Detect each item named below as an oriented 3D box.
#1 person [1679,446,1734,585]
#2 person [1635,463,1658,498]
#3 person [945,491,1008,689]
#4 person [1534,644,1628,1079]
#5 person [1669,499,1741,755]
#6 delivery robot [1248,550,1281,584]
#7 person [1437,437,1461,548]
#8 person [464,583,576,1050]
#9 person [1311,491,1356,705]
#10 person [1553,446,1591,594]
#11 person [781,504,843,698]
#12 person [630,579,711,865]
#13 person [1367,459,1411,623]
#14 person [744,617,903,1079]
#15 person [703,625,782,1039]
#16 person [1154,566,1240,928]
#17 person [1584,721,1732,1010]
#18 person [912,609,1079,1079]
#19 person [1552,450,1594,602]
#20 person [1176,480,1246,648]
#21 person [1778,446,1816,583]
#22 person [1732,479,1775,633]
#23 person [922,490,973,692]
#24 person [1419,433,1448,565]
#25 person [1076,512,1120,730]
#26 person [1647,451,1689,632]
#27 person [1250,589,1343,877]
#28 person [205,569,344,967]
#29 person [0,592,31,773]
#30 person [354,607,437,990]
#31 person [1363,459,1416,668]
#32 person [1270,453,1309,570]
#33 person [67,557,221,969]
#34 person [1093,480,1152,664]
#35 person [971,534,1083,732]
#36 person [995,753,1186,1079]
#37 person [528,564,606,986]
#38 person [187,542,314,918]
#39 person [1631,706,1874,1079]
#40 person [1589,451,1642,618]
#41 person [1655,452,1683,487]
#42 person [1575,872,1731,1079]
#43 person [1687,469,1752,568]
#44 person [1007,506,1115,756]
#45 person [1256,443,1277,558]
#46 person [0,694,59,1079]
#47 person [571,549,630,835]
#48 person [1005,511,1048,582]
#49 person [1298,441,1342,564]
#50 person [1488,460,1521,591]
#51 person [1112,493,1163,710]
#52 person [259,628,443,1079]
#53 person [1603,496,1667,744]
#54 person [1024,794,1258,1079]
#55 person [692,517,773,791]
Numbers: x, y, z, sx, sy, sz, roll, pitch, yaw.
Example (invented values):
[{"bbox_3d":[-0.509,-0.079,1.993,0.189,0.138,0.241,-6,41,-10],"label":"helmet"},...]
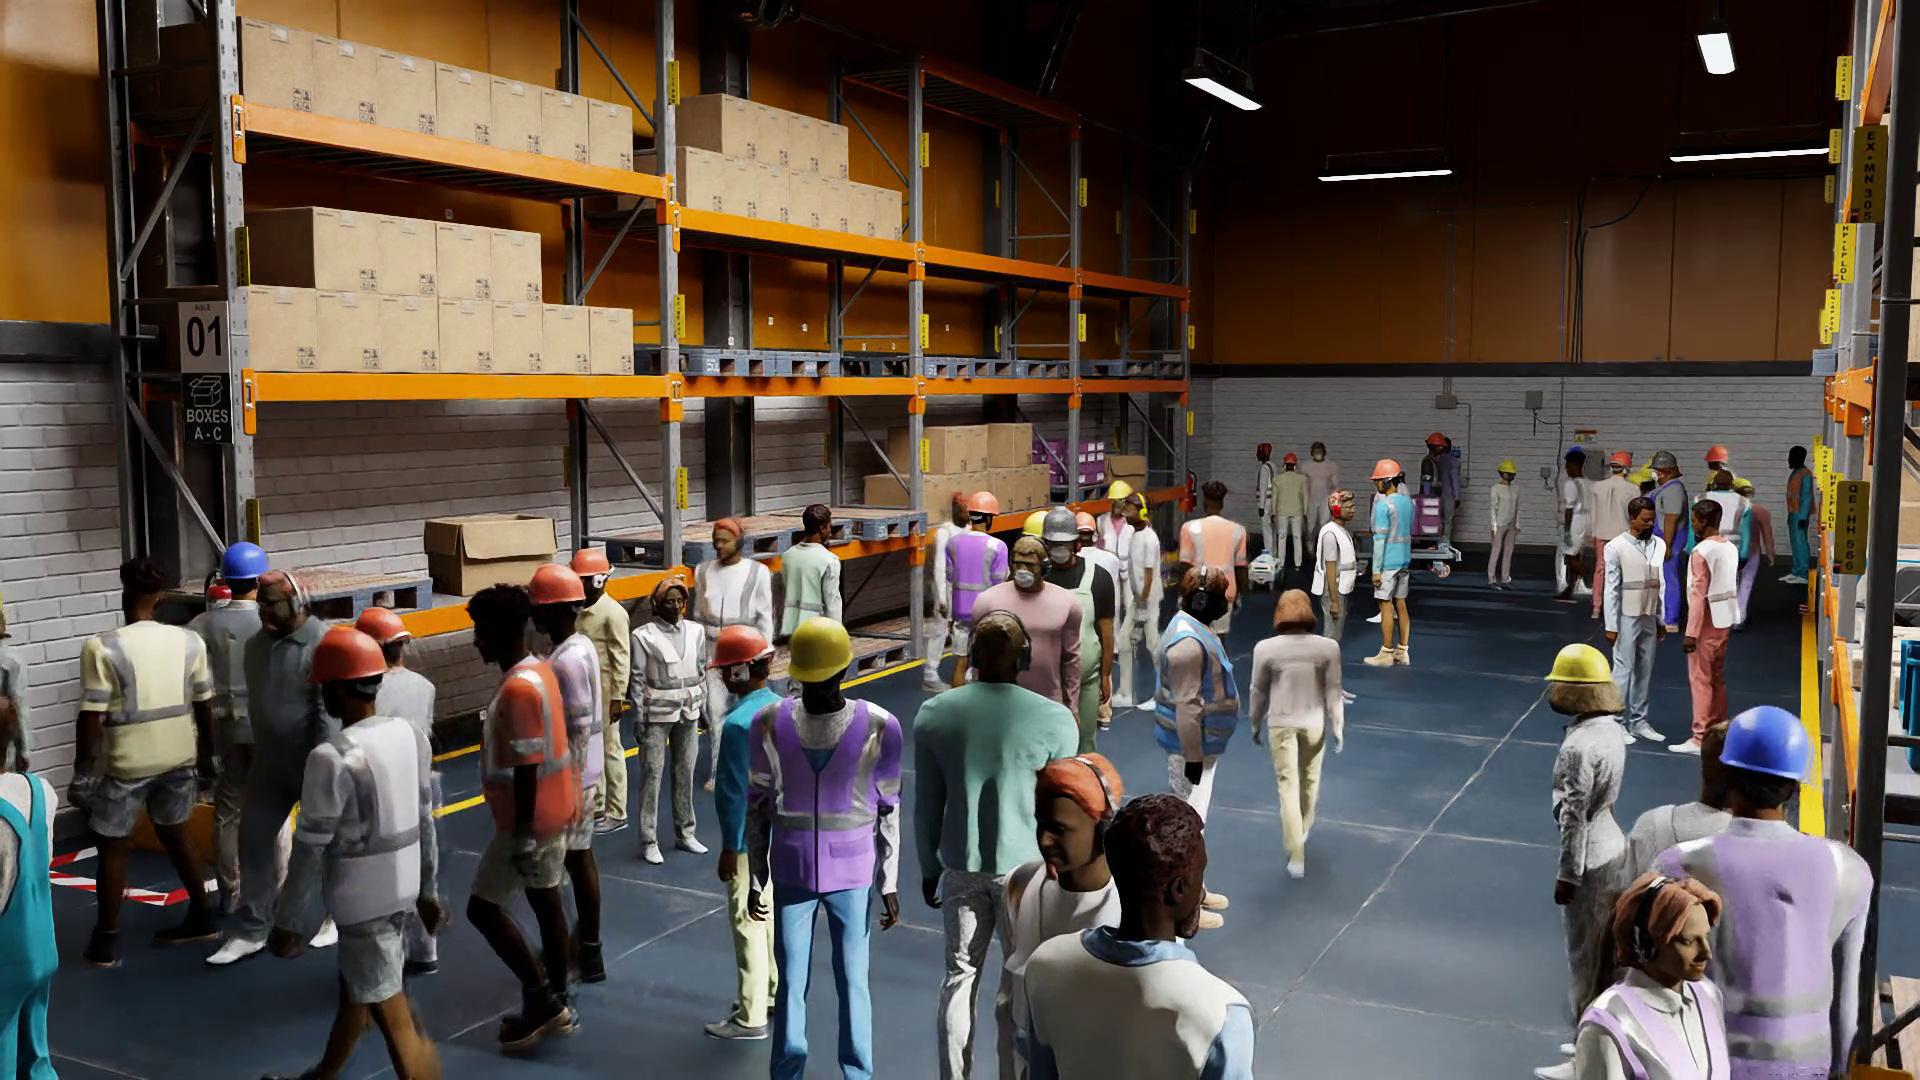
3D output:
[{"bbox_3d":[10.203,-0.294,22.386,0.966,1.933,0.633,0,5,-3],"label":"person"},{"bbox_3d":[7.974,0.038,19.194,0.391,1.868,0.726,2,6,22],"label":"person"},{"bbox_3d":[0.150,0.582,13.069,0.548,1.924,0.387,3,6,27],"label":"person"},{"bbox_3d":[2.467,1.277,6.605,0.338,1.732,0.488,4,7,37],"label":"person"},{"bbox_3d":[5.600,0.649,12.420,0.597,1.908,0.401,-5,7,-45],"label":"person"},{"bbox_3d":[4.055,0.370,22.104,0.477,0.478,0.707,2,6,19],"label":"delivery robot"},{"bbox_3d":[7.708,-0.680,26.535,0.372,1.940,0.631,-4,7,-39],"label":"person"},{"bbox_3d":[-1.817,1.139,6.915,0.427,1.945,0.650,0,5,-2],"label":"person"},{"bbox_3d":[3.249,0.494,14.415,0.389,1.843,0.566,2,6,19],"label":"person"},{"bbox_3d":[8.098,-0.260,21.962,0.389,1.949,0.602,-2,6,-24],"label":"person"},{"bbox_3d":[-1.060,0.700,11.846,0.390,1.912,0.590,-5,7,-44],"label":"person"},{"bbox_3d":[-1.683,1.037,9.654,0.522,1.639,0.306,-5,7,-43],"label":"person"},{"bbox_3d":[4.954,0.010,19.283,0.409,1.907,0.651,4,7,36],"label":"person"},{"bbox_3d":[-0.504,1.228,6.121,0.585,1.917,0.382,0,5,3],"label":"person"},{"bbox_3d":[-0.904,1.227,7.091,0.354,1.737,0.576,1,5,13],"label":"person"},{"bbox_3d":[1.218,1.045,8.543,0.429,1.837,0.628,1,5,13],"label":"person"},{"bbox_3d":[2.059,1.404,4.781,0.402,1.826,0.665,-3,6,-29],"label":"person"},{"bbox_3d":[0.135,1.221,6.144,0.632,1.932,0.366,2,6,17],"label":"person"},{"bbox_3d":[7.801,-0.153,20.862,0.620,1.947,0.669,-5,7,-42],"label":"person"},{"bbox_3d":[2.142,0.457,14.270,0.634,1.942,0.425,-1,5,-11],"label":"person"},{"bbox_3d":[11.665,-0.351,23.106,0.371,1.916,0.597,1,5,10],"label":"person"},{"bbox_3d":[8.810,0.170,18.652,0.548,1.695,0.943,5,7,43],"label":"person"},{"bbox_3d":[-0.047,0.469,14.734,0.741,1.831,0.608,4,7,37],"label":"person"},{"bbox_3d":[7.219,-0.620,25.365,0.404,2.037,0.605,3,6,28],"label":"person"},{"bbox_3d":[0.993,0.653,13.205,0.562,1.746,0.339,-2,6,-23],"label":"person"},{"bbox_3d":[7.861,0.005,18.623,0.536,2.000,0.684,2,6,17],"label":"person"},{"bbox_3d":[1.921,1.070,9.562,0.510,1.575,0.871,0,5,3],"label":"person"},{"bbox_3d":[-3.239,1.084,7.939,0.651,1.872,0.876,2,6,19],"label":"person"},{"bbox_3d":[-5.098,1.086,8.655,0.499,1.724,0.413,-1,5,-12],"label":"person"},{"bbox_3d":[-2.629,1.176,7.621,0.345,1.743,0.557,1,5,14],"label":"person"},{"bbox_3d":[4.186,0.230,16.258,0.606,2.035,0.404,-5,7,-45],"label":"person"},{"bbox_3d":[4.896,-0.420,24.719,0.573,1.750,0.330,0,5,2],"label":"person"},{"bbox_3d":[-3.920,1.049,8.017,0.408,1.932,0.701,3,6,30],"label":"person"},{"bbox_3d":[1.594,0.321,16.371,0.620,1.820,0.418,2,6,23],"label":"person"},{"bbox_3d":[0.374,0.929,9.243,0.627,1.936,0.375,-1,5,-7],"label":"person"},{"bbox_3d":[0.308,1.443,4.063,0.343,1.877,0.575,-5,7,-42],"label":"person"},{"bbox_3d":[-1.830,1.074,7.670,0.373,1.934,0.551,-1,5,-12],"label":"person"},{"bbox_3d":[-3.659,0.982,8.589,0.605,1.950,0.380,0,5,1],"label":"person"},{"bbox_3d":[2.098,1.397,4.433,0.619,1.918,0.893,0,5,-4],"label":"person"},{"bbox_3d":[7.693,-0.045,19.491,0.414,1.986,0.637,-5,7,-43],"label":"person"},{"bbox_3d":[8.777,-0.137,20.735,0.590,1.930,0.353,-5,7,-42],"label":"person"},{"bbox_3d":[1.597,1.576,3.854,0.515,1.641,0.309,-4,7,-40],"label":"person"},{"bbox_3d":[8.406,0.128,18.427,0.644,1.828,0.449,2,6,19],"label":"person"},{"bbox_3d":[0.603,0.793,10.140,0.681,2.000,0.535,0,5,5],"label":"person"},{"bbox_3d":[4.699,-0.548,25.487,0.355,1.876,0.574,2,6,22],"label":"person"},{"bbox_3d":[-2.960,1.360,5.082,0.345,1.847,0.508,0,5,1],"label":"person"},{"bbox_3d":[-2.258,0.925,10.253,0.335,1.749,0.575,-5,7,-42],"label":"person"},{"bbox_3d":[0.509,0.765,11.102,0.394,1.921,0.584,-3,6,-28],"label":"person"},{"bbox_3d":[5.459,-0.545,25.241,0.651,1.909,0.440,1,5,8],"label":"person"},{"bbox_3d":[7.313,-0.195,22.296,0.518,1.757,0.337,-3,6,-30],"label":"person"},{"bbox_3d":[1.457,0.527,13.989,0.754,1.847,0.572,-1,5,-11],"label":"person"},{"bbox_3d":[-2.206,1.256,5.903,0.962,1.892,0.553,2,6,16],"label":"person"},{"bbox_3d":[5.195,0.611,12.829,0.598,1.908,0.402,-3,6,-28],"label":"person"},{"bbox_3d":[0.378,1.476,3.445,0.391,1.920,0.587,-5,7,-44],"label":"person"},{"bbox_3d":[-1.537,0.762,11.444,0.583,1.869,0.617,2,6,18],"label":"person"}]
